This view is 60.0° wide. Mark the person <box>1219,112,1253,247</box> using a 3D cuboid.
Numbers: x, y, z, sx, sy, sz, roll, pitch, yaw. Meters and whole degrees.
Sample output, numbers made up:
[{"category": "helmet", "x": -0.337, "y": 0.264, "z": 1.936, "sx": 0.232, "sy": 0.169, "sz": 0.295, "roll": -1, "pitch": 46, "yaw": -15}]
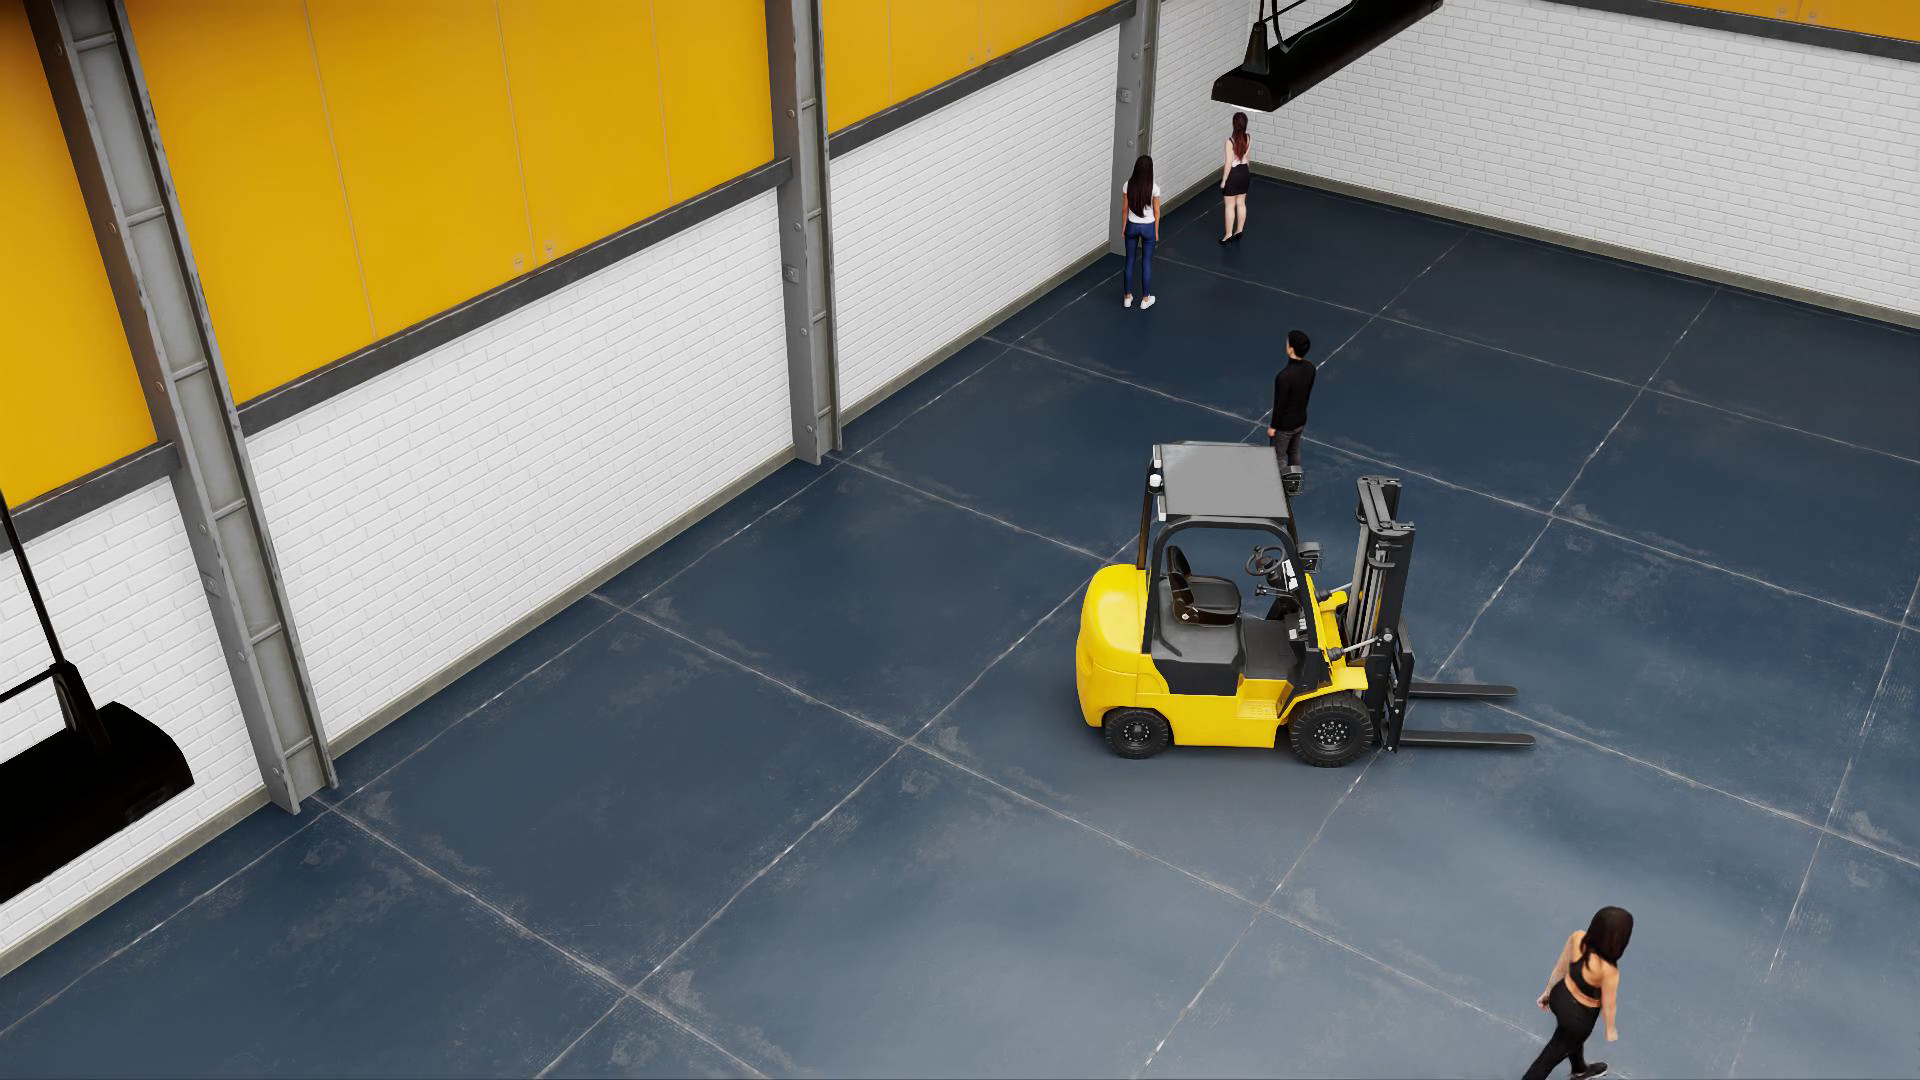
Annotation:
[{"category": "person", "x": 3.340, "y": -4.377, "z": 20.151, "sx": 0.564, "sy": 1.648, "sz": 0.683, "roll": -20, "pitch": 38, "yaw": -27}]

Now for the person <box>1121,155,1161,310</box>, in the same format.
[{"category": "person", "x": 2.020, "y": -3.457, "z": 18.655, "sx": 0.632, "sy": 1.774, "sz": 0.587, "roll": 13, "pitch": 36, "yaw": 18}]

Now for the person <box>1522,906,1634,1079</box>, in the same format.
[{"category": "person", "x": 3.427, "y": 2.723, "z": 9.502, "sx": 1.021, "sy": 1.613, "sz": 0.909, "roll": -10, "pitch": 35, "yaw": -14}]

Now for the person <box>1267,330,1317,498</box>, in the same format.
[{"category": "person", "x": 3.005, "y": -1.124, "z": 15.192, "sx": 0.553, "sy": 1.723, "sz": 0.747, "roll": -27, "pitch": 42, "yaw": -34}]
